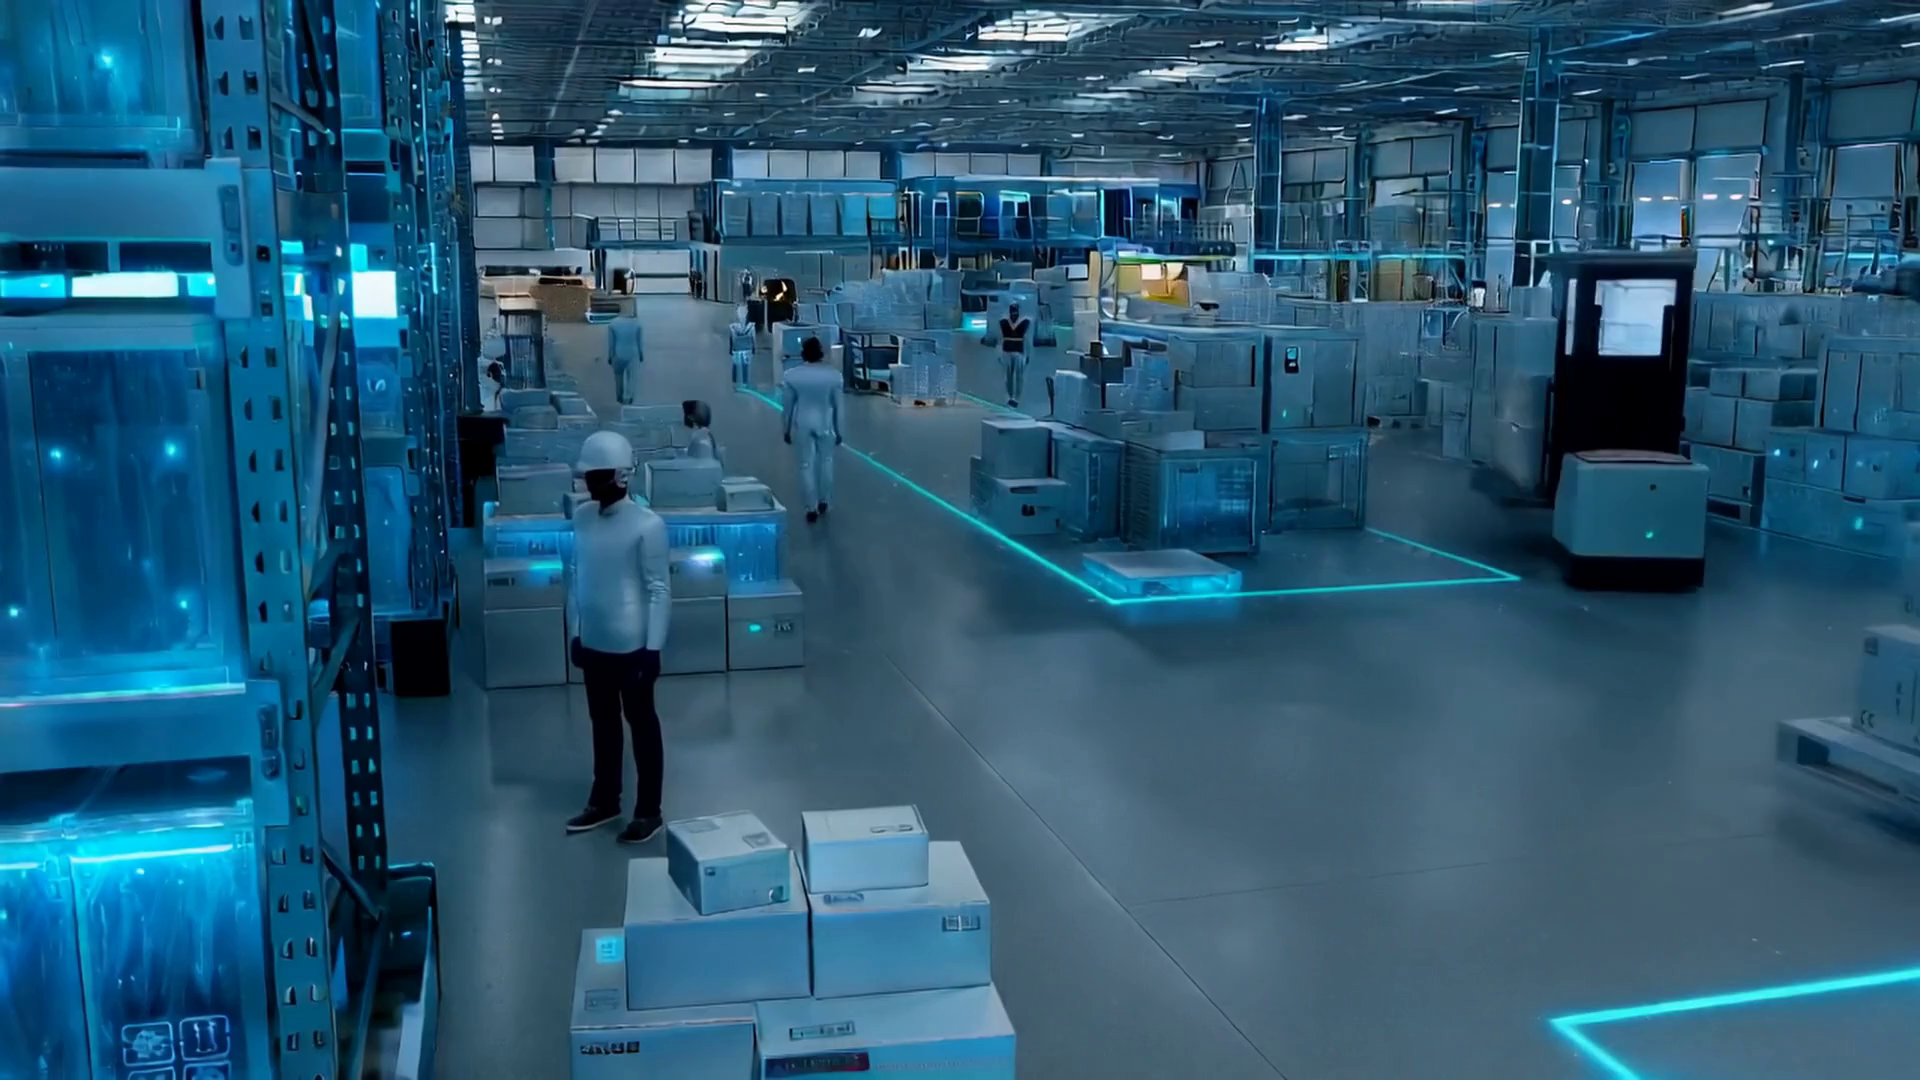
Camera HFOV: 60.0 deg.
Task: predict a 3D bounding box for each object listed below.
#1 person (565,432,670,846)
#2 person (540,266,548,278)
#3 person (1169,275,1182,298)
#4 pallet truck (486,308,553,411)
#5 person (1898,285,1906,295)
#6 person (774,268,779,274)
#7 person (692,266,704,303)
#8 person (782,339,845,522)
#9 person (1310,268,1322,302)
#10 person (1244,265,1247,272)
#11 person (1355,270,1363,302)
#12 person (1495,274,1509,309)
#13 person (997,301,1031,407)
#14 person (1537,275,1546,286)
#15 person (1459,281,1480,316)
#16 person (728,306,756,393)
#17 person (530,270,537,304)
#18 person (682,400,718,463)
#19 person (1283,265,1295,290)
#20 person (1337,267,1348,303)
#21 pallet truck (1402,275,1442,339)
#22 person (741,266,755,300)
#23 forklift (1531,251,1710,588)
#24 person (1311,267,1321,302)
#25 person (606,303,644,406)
[{"bbox_3d":[-1.660,0.471,8.011,0.611,1.996,0.379,7,12,34],"label":"person"},{"bbox_3d":[-21.078,-12.908,84.151,0.598,1.866,0.619,6,12,30],"label":"person"},{"bbox_3d":[8.008,-8.958,61.909,0.542,1.819,0.973,-6,12,-33],"label":"person"},{"bbox_3d":[-6.242,-2.418,24.362,0.823,1.965,1.885,1,10,3],"label":"pallet truck"},{"bbox_3d":[23.771,-5.490,42.072,0.356,1.887,0.572,6,12,29],"label":"person"},{"bbox_3d":[-7.913,-10.729,71.622,0.543,1.928,0.374,-4,11,-21],"label":"person"},{"bbox_3d":[-13.258,-12.930,84.193,0.605,1.880,0.947,-2,10,-13],"label":"person"},{"bbox_3d":[-1.552,-1.178,17.638,0.655,1.888,0.985,-1,10,-4],"label":"person"},{"bbox_3d":[17.007,-12.040,79.304,0.624,1.841,0.430,-4,11,-20],"label":"person"},{"bbox_3d":[13.511,-12.032,78.805,0.375,1.996,0.608,0,10,1],"label":"person"},{"bbox_3d":[18.884,-11.930,78.968,0.808,1.734,0.525,8,13,39],"label":"person"},{"bbox_3d":[23.365,-10.619,71.676,0.585,1.680,0.408,3,11,18],"label":"person"},{"bbox_3d":[0.980,-3.350,29.916,0.611,1.901,0.494,2,10,11],"label":"person"},{"bbox_3d":[18.116,-7.261,51.857,0.642,1.968,0.690,-3,10,-15],"label":"person"},{"bbox_3d":[16.137,-7.312,52.696,0.637,1.792,0.982,1,10,7],"label":"person"},{"bbox_3d":[-4.279,-3.745,32.718,0.540,1.698,0.317,-3,10,-16],"label":"person"},{"bbox_3d":[-19.815,-11.682,77.476,0.323,1.769,0.523,-8,13,-40],"label":"person"},{"bbox_3d":[-2.238,-0.351,13.791,0.836,1.600,0.518,-1,10,-6],"label":"person"},{"bbox_3d":[16.776,-13.050,84.744,0.621,1.928,0.444,0,10,3],"label":"person"},{"bbox_3d":[17.848,-11.810,77.752,0.594,1.922,0.379,1,10,4],"label":"person"},{"bbox_3d":[14.620,-7.324,52.145,0.823,1.965,1.885,8,13,40],"label":"pallet truck"},{"bbox_3d":[-9.619,-11.591,76.182,0.746,2.000,0.879,8,13,39],"label":"person"},{"bbox_3d":[5.762,-1.101,14.406,1.129,2.768,1.873,2,10,10],"label":"forklift"},{"bbox_3d":[16.395,-11.608,76.693,0.882,1.908,0.553,-3,10,-15],"label":"person"},{"bbox_3d":[-6.021,-3.334,29.952,0.657,1.865,0.976,-3,10,-15],"label":"person"}]
